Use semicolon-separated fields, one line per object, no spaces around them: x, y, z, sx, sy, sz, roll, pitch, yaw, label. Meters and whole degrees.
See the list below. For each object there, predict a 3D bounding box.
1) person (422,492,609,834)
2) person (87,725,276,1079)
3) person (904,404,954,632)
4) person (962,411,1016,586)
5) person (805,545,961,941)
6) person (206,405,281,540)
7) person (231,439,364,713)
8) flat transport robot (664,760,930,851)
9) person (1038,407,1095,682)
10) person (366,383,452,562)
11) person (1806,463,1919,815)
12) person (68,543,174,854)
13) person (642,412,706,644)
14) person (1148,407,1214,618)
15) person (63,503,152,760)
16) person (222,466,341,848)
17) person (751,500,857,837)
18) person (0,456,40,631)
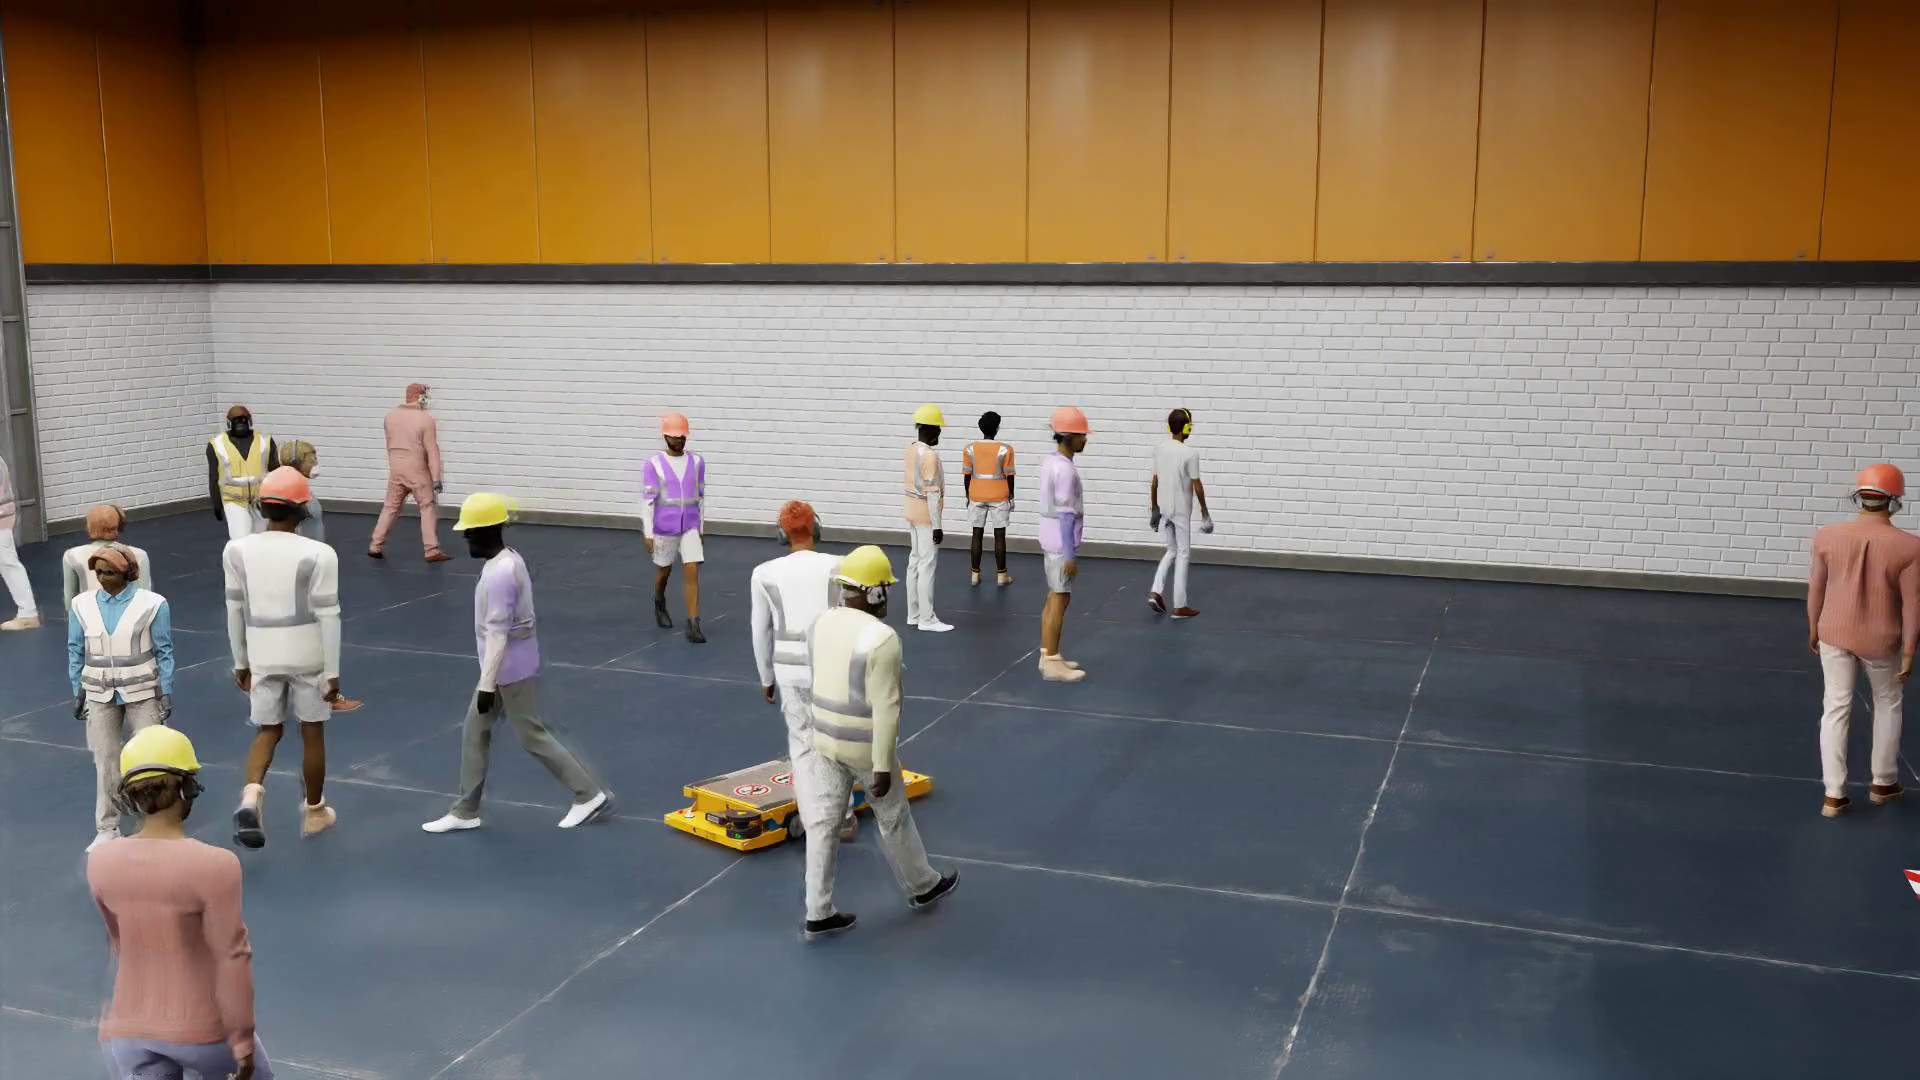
-2.406;0.660;8.985;0.963;1.878;0.585;-3;10;-20;person
-2.241;1.396;4.862;0.535;1.735;0.613;1;9;9;person
-0.283;-0.188;14.088;0.364;1.928;0.587;-4;10;-22;person
0.287;-0.398;16.106;0.539;1.696;0.317;2;9;15;person
-0.383;0.909;7.698;0.608;1.784;0.918;9;13;43;person
-6.734;-0.385;15.716;0.637;1.801;0.950;-6;11;-32;person
-4.562;0.263;11.332;0.779;1.918;0.633;-3;10;-16;person
-0.889;1.407;9.312;0.652;0.197;1.431;8;12;41;flat transport robot
0.798;0.034;12.399;0.429;2.038;0.620;-1;9;-7;person
-5.787;-0.688;17.379;0.856;1.876;0.546;4;10;21;person
5.131;0.541;9.417;0.632;1.962;0.819;8;12;41;person
-4.379;0.823;8.709;0.513;1.639;0.311;-1;9;-8;person
-2.389;-0.134;13.873;0.560;1.896;0.986;-5;10;-26;person
1.918;-0.230;14.554;0.394;1.862;0.563;-7;12;-37;person
-5.343;0.562;10.468;0.514;1.593;0.865;-3;10;-19;person
-3.543;0.629;8.714;0.618;2.030;0.718;0;9;1;person
-0.755;0.709;8.761;0.658;1.845;0.783;0;9;-1;person
-8.258;-0.095;13.905;0.927;1.794;0.654;-7;12;-38;person
